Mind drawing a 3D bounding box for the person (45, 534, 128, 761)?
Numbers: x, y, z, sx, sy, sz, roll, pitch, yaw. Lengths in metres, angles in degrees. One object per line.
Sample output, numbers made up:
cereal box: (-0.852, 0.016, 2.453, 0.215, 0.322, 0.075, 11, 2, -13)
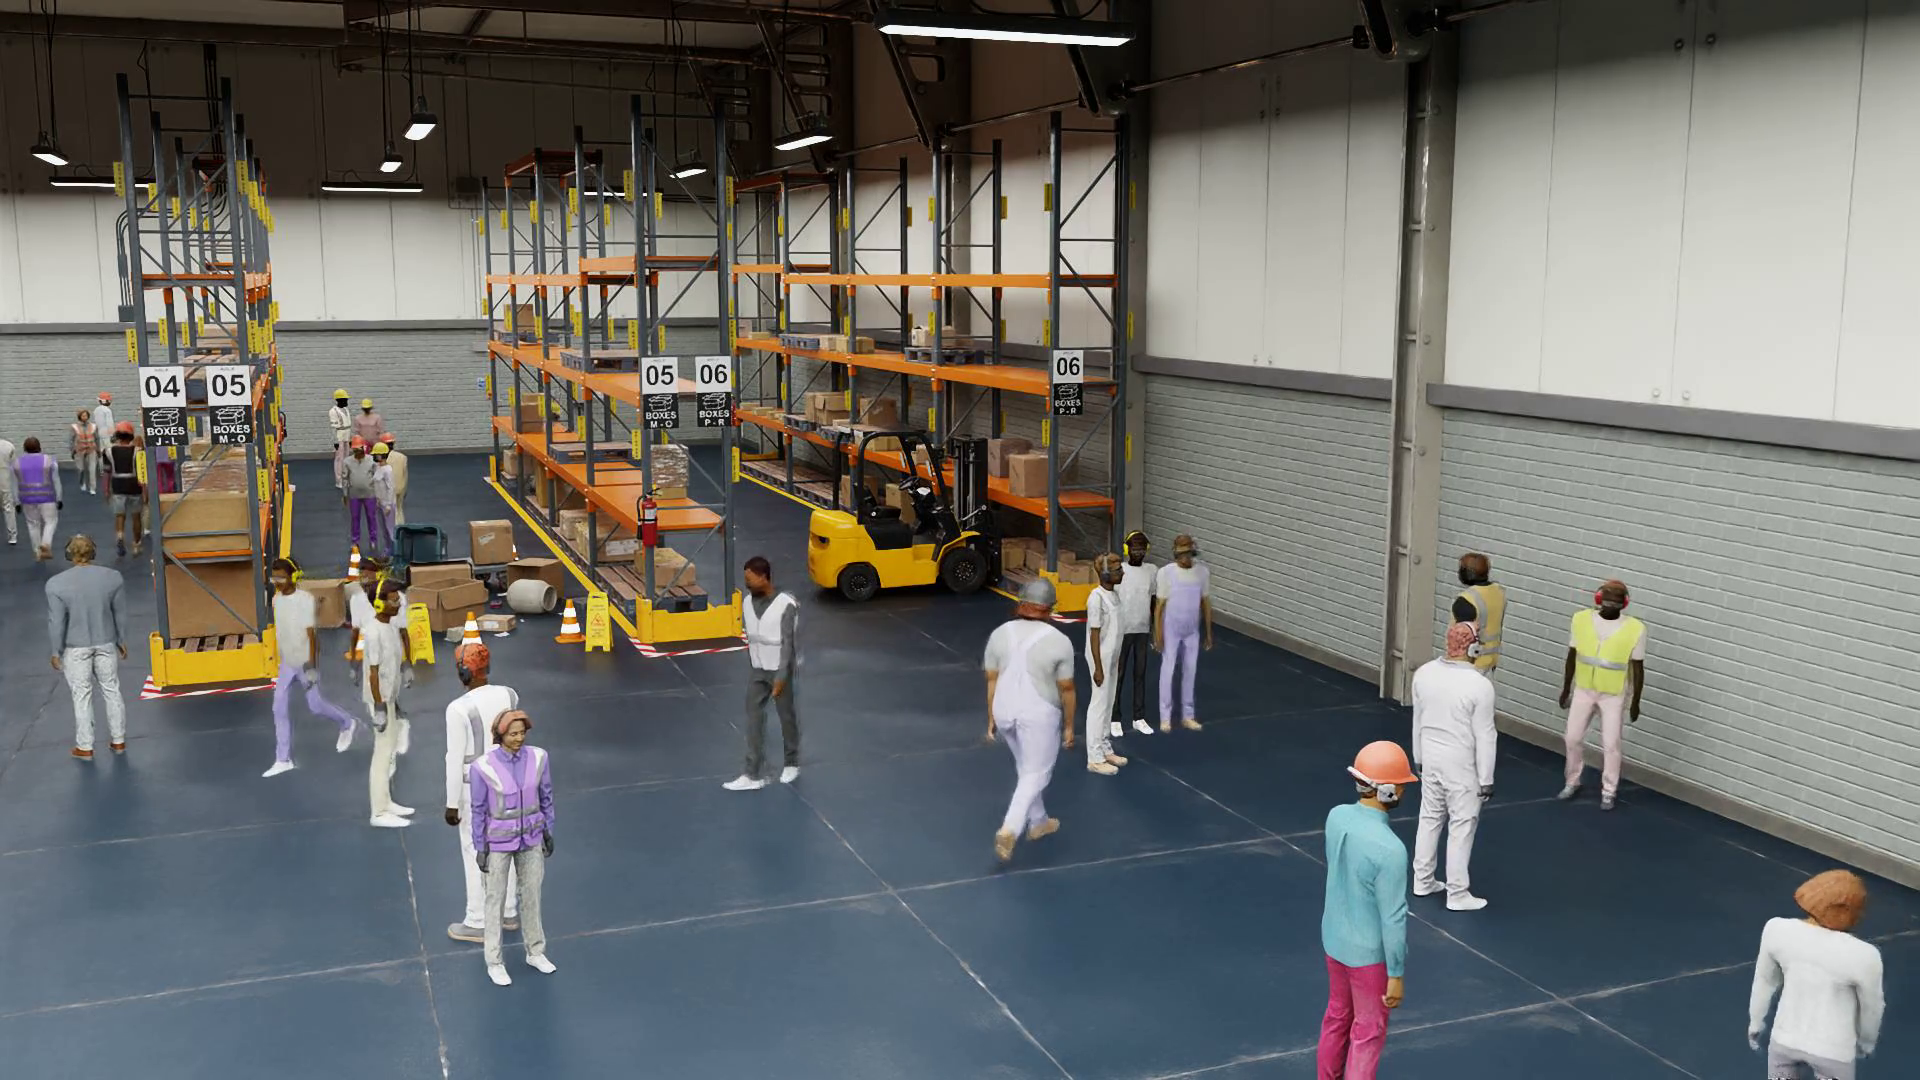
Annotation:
person: (-7.443, 0.913, 14.222, 0.352, 1.937, 0.635, 9, 12, 43)

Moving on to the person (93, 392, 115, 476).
person: (-17.575, -2.175, 34.244, 0.564, 1.748, 0.339, 6, 11, 35)

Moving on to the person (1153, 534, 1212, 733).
person: (2.002, 0.841, 15.019, 0.564, 1.833, 0.354, -2, 9, -13)

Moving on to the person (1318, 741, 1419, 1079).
person: (1.922, 1.910, 7.816, 0.406, 1.987, 0.608, -3, 9, -18)

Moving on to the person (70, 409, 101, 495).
person: (-16.516, -1.668, 31.422, 0.531, 1.623, 0.522, -6, 11, -33)

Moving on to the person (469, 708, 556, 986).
person: (-2.617, 1.778, 9.746, 0.514, 1.632, 0.312, -8, 12, -41)

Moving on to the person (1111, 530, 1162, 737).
person: (1.565, 0.835, 14.950, 0.519, 1.865, 0.328, -3, 9, -16)

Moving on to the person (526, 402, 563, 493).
person: (-7.686, -1.690, 31.078, 0.792, 1.793, 0.600, 0, 9, -2)

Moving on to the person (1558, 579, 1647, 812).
person: (4.965, 1.187, 12.850, 0.593, 1.824, 0.423, 7, 11, 36)

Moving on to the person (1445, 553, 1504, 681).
person: (4.274, 1.022, 13.901, 0.430, 1.835, 0.653, 8, 12, 43)

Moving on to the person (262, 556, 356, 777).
person: (-5.482, 1.015, 13.962, 0.520, 1.840, 0.853, 4, 10, 24)

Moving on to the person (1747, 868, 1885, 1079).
person: (3.699, 2.184, 7.233, 0.365, 1.608, 0.533, -7, 11, -37)

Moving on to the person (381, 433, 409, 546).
person: (-8.705, -0.765, 25.465, 0.534, 1.723, 0.563, 6, 11, 35)

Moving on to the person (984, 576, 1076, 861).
person: (0.472, 1.233, 11.887, 0.686, 2.000, 0.937, 7, 11, 35)

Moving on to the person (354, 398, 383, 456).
person: (-11.597, -1.922, 32.650, 0.536, 1.754, 0.498, -2, 9, -15)

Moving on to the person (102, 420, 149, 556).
person: (-12.202, -0.735, 24.339, 0.618, 2.020, 0.736, -2, 9, -15)

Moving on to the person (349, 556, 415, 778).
person: (-4.789, 1.024, 13.839, 0.552, 1.840, 0.716, 1, 9, 5)

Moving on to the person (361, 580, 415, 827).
person: (-4.321, 1.218, 12.520, 0.310, 1.868, 0.533, -1, 9, -9)

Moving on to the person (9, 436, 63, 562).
person: (-13.274, -0.577, 23.926, 0.645, 1.831, 0.505, -3, 9, -17)

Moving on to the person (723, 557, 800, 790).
person: (-1.589, 1.082, 13.392, 0.583, 1.864, 0.841, 6, 11, 31)

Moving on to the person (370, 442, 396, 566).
person: (-8.213, -0.510, 23.718, 0.314, 1.769, 0.523, -7, 11, -36)

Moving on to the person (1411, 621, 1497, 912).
person: (3.241, 1.468, 10.866, 0.398, 1.900, 0.661, -6, 11, -31)

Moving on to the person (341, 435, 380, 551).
person: (-8.980, -0.701, 24.960, 0.573, 1.749, 0.342, -2, 9, -11)

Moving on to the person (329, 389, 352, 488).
person: (-12.031, -1.971, 32.394, 0.352, 1.930, 0.594, 1, 9, 7)

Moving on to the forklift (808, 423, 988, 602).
forklift: (-0.830, -0.399, 21.676, 2.313, 2.155, 1.214, -4, 10, -21)

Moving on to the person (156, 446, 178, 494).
person: (-14.235, -1.382, 29.699, 0.518, 1.594, 0.810, -4, 10, -24)

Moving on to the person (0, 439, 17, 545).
person: (-14.744, -0.848, 25.405, 0.410, 1.909, 0.643, 8, 12, 41)

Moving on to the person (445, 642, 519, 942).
person: (-2.981, 1.556, 10.375, 0.369, 1.879, 0.581, 4, 10, 26)

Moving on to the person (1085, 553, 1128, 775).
person: (1.222, 1.018, 13.851, 0.340, 1.846, 0.513, 4, 10, 23)
